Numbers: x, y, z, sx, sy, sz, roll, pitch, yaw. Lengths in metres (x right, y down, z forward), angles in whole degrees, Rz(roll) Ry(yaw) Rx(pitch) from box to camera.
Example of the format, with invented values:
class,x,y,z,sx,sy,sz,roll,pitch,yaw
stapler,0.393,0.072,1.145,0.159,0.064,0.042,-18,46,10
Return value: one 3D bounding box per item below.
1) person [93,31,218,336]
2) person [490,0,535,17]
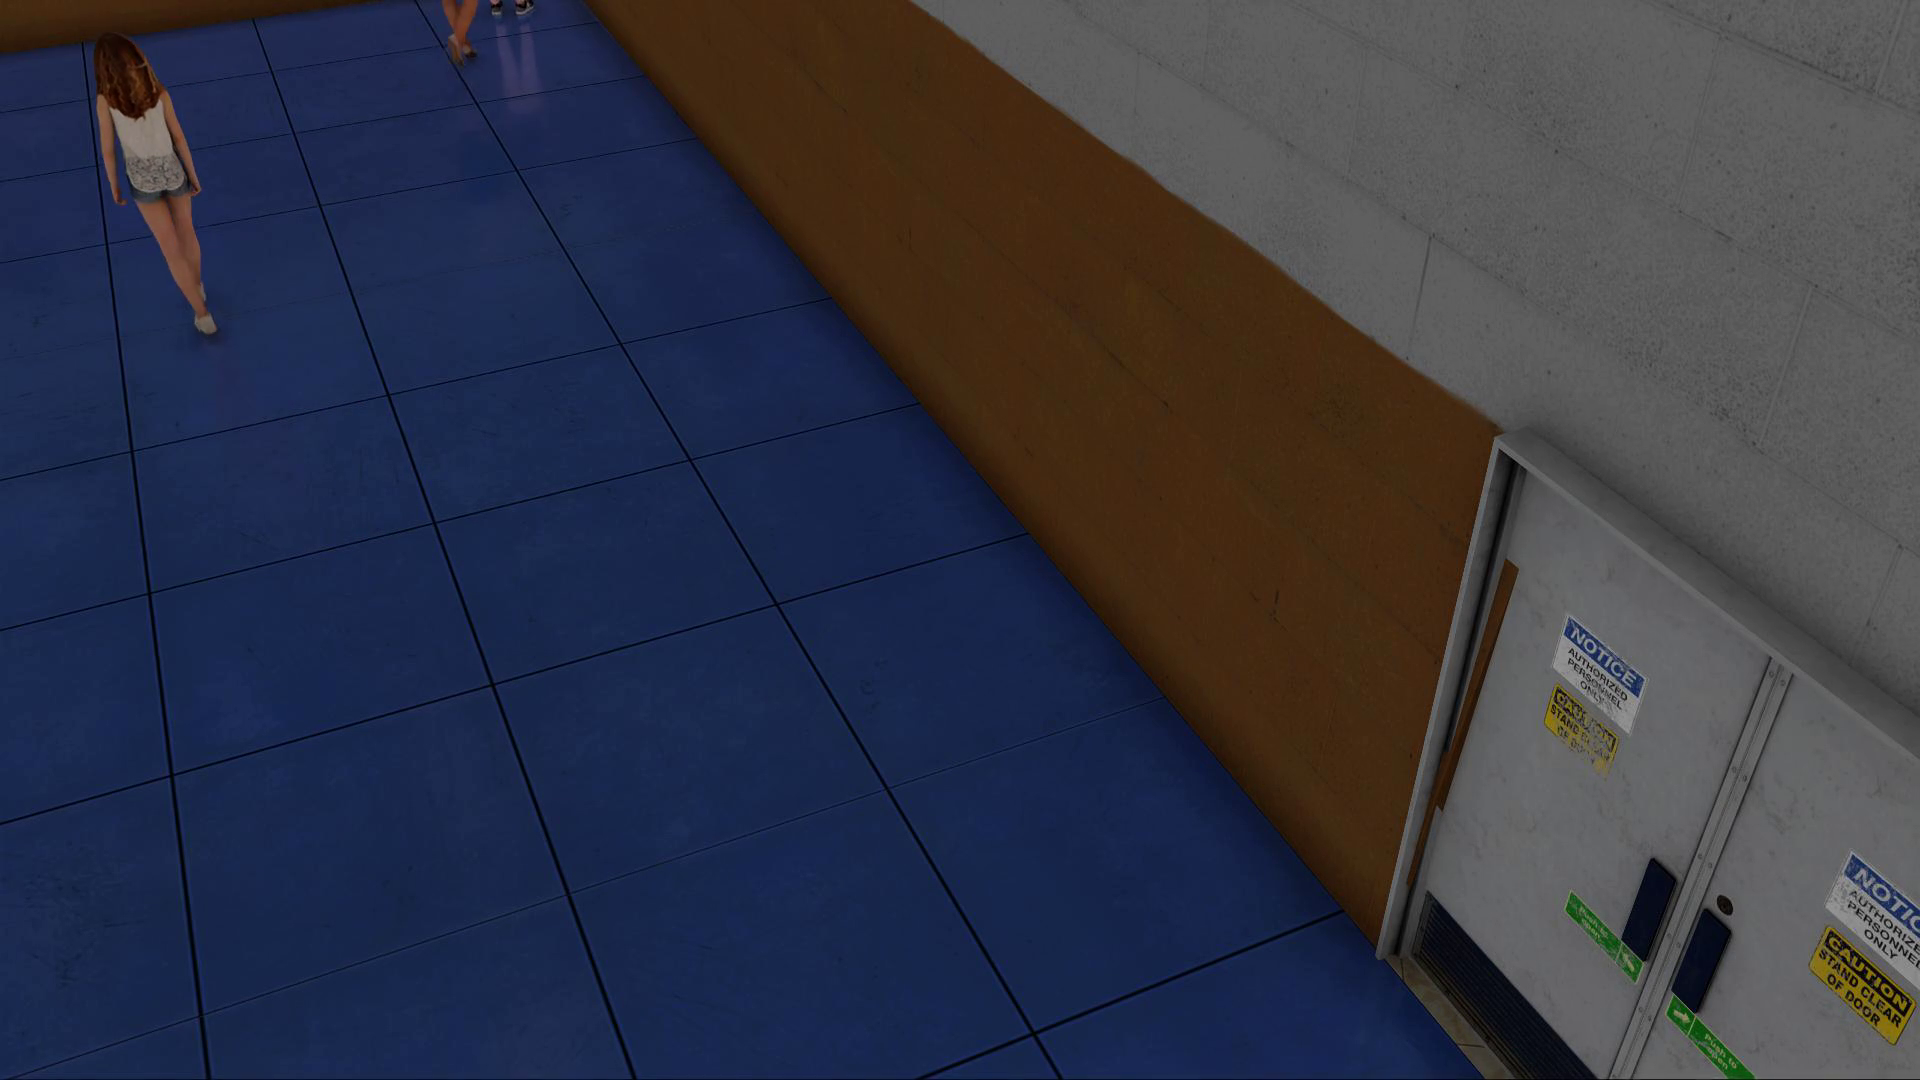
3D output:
class,x,y,z,sx,sy,sz,roll,pitch,yaw
person,-4.507,-1.959,9.393,0.951,1.727,0.778,-23,43,-28
person,-3.862,-5.156,13.790,0.570,1.561,0.666,1,37,2
